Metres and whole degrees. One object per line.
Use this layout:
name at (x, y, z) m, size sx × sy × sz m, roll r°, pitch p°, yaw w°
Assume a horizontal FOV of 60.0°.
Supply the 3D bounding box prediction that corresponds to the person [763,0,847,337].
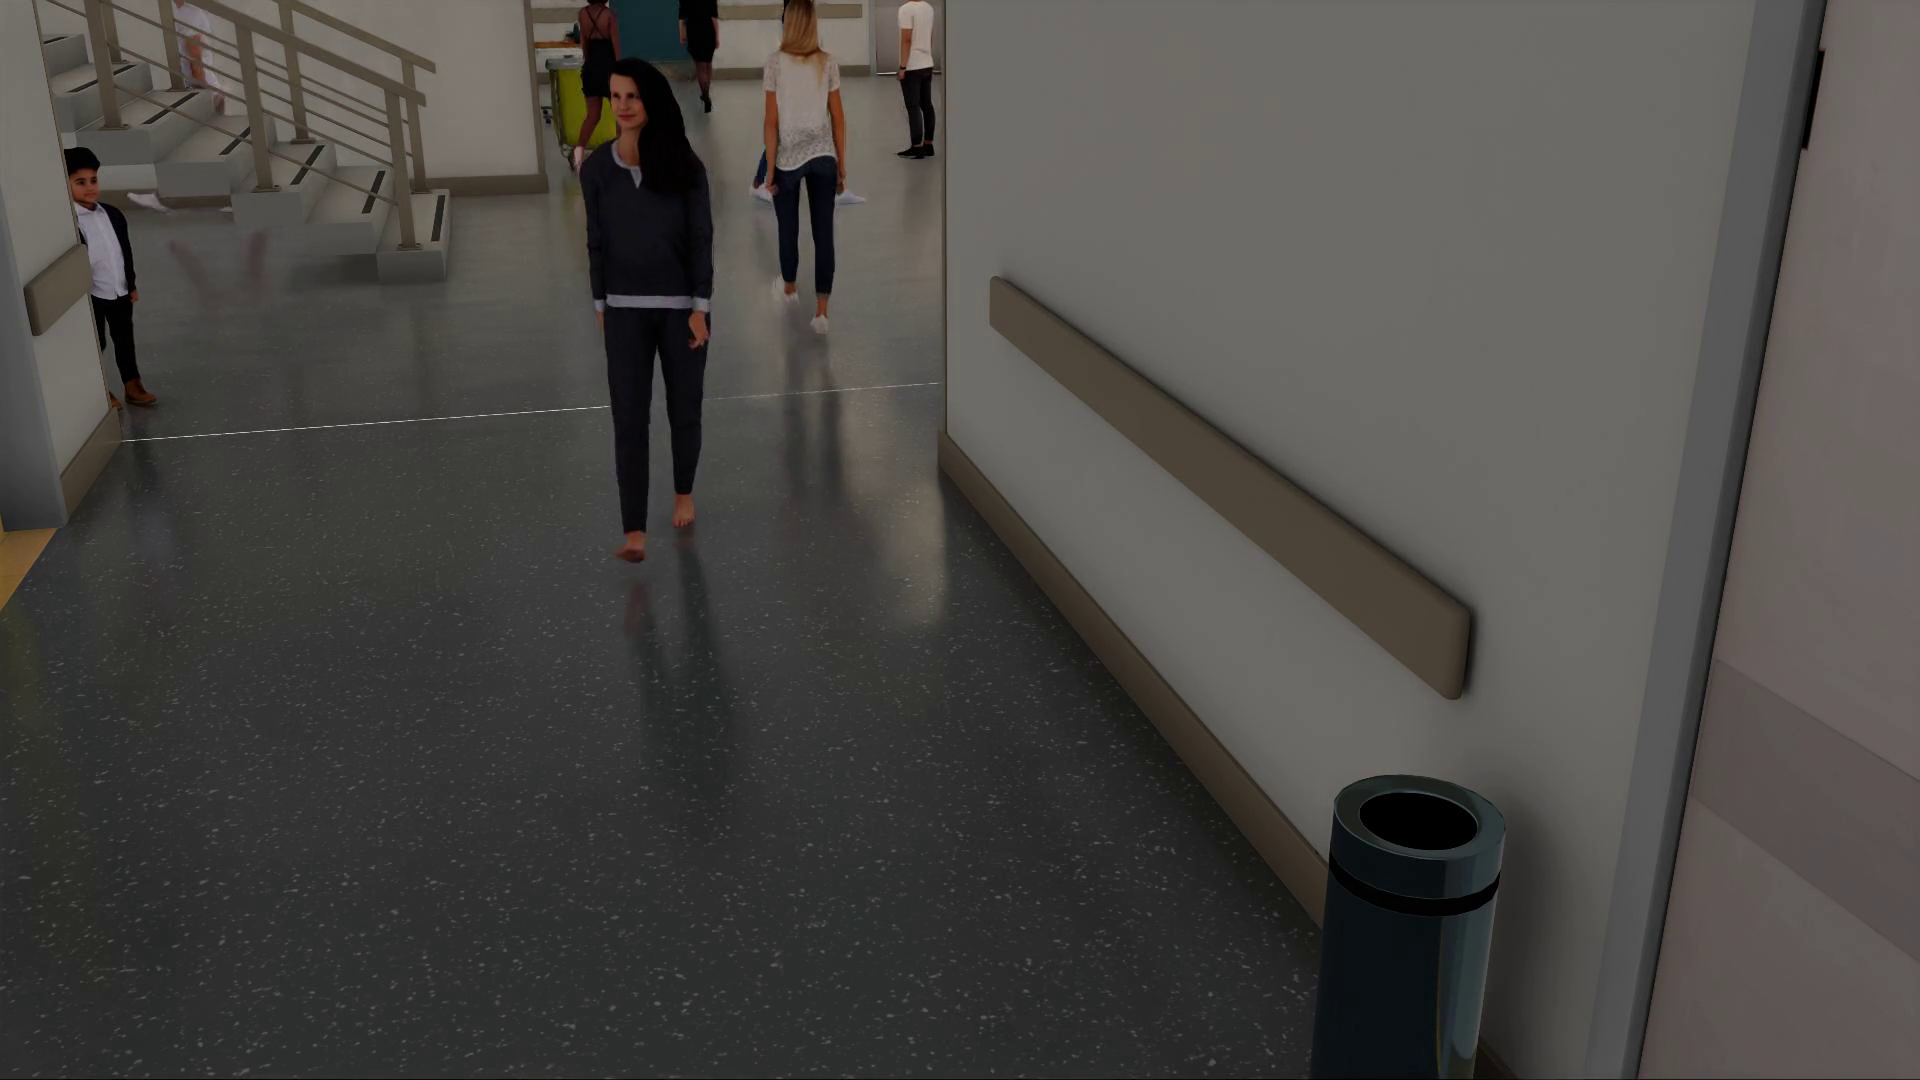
person at (-0.819, -1.973, 9.006) m, size 1.078 × 1.764 × 0.694 m, roll -5°, pitch 21°, yaw -13°

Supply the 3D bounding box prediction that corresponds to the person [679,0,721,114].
person at (-2.959, -5.726, 19.055) m, size 0.977 × 1.665 × 0.662 m, roll -6°, pitch 21°, yaw -15°

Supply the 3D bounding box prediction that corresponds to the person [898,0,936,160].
person at (-0.410, -4.486, 15.661) m, size 0.760 × 1.720 × 0.679 m, roll 14°, pitch 25°, yaw 32°

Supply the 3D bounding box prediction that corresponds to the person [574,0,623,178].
person at (-3.070, -3.869, 14.030) m, size 1.084 × 1.752 × 0.994 m, roll 6°, pitch 21°, yaw 14°

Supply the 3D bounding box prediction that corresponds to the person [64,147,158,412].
person at (-4.019, -1.213, 7.763) m, size 0.637 × 1.223 × 0.571 m, roll 13°, pitch 24°, yaw 31°

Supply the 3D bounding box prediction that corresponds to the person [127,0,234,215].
person at (-5.600, -3.327, 12.475) m, size 1.120 × 1.840 × 0.687 m, roll -6°, pitch 22°, yaw -15°

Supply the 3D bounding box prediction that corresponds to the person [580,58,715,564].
person at (-1.083, -0.826, 6.036) m, size 1.026 × 1.724 × 0.797 m, roll -2°, pitch 21°, yaw -4°

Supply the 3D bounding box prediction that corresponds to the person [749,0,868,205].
person at (-1.333, -3.415, 12.926) m, size 1.268 × 1.685 × 1.001 m, roll 4°, pitch 21°, yaw 11°
